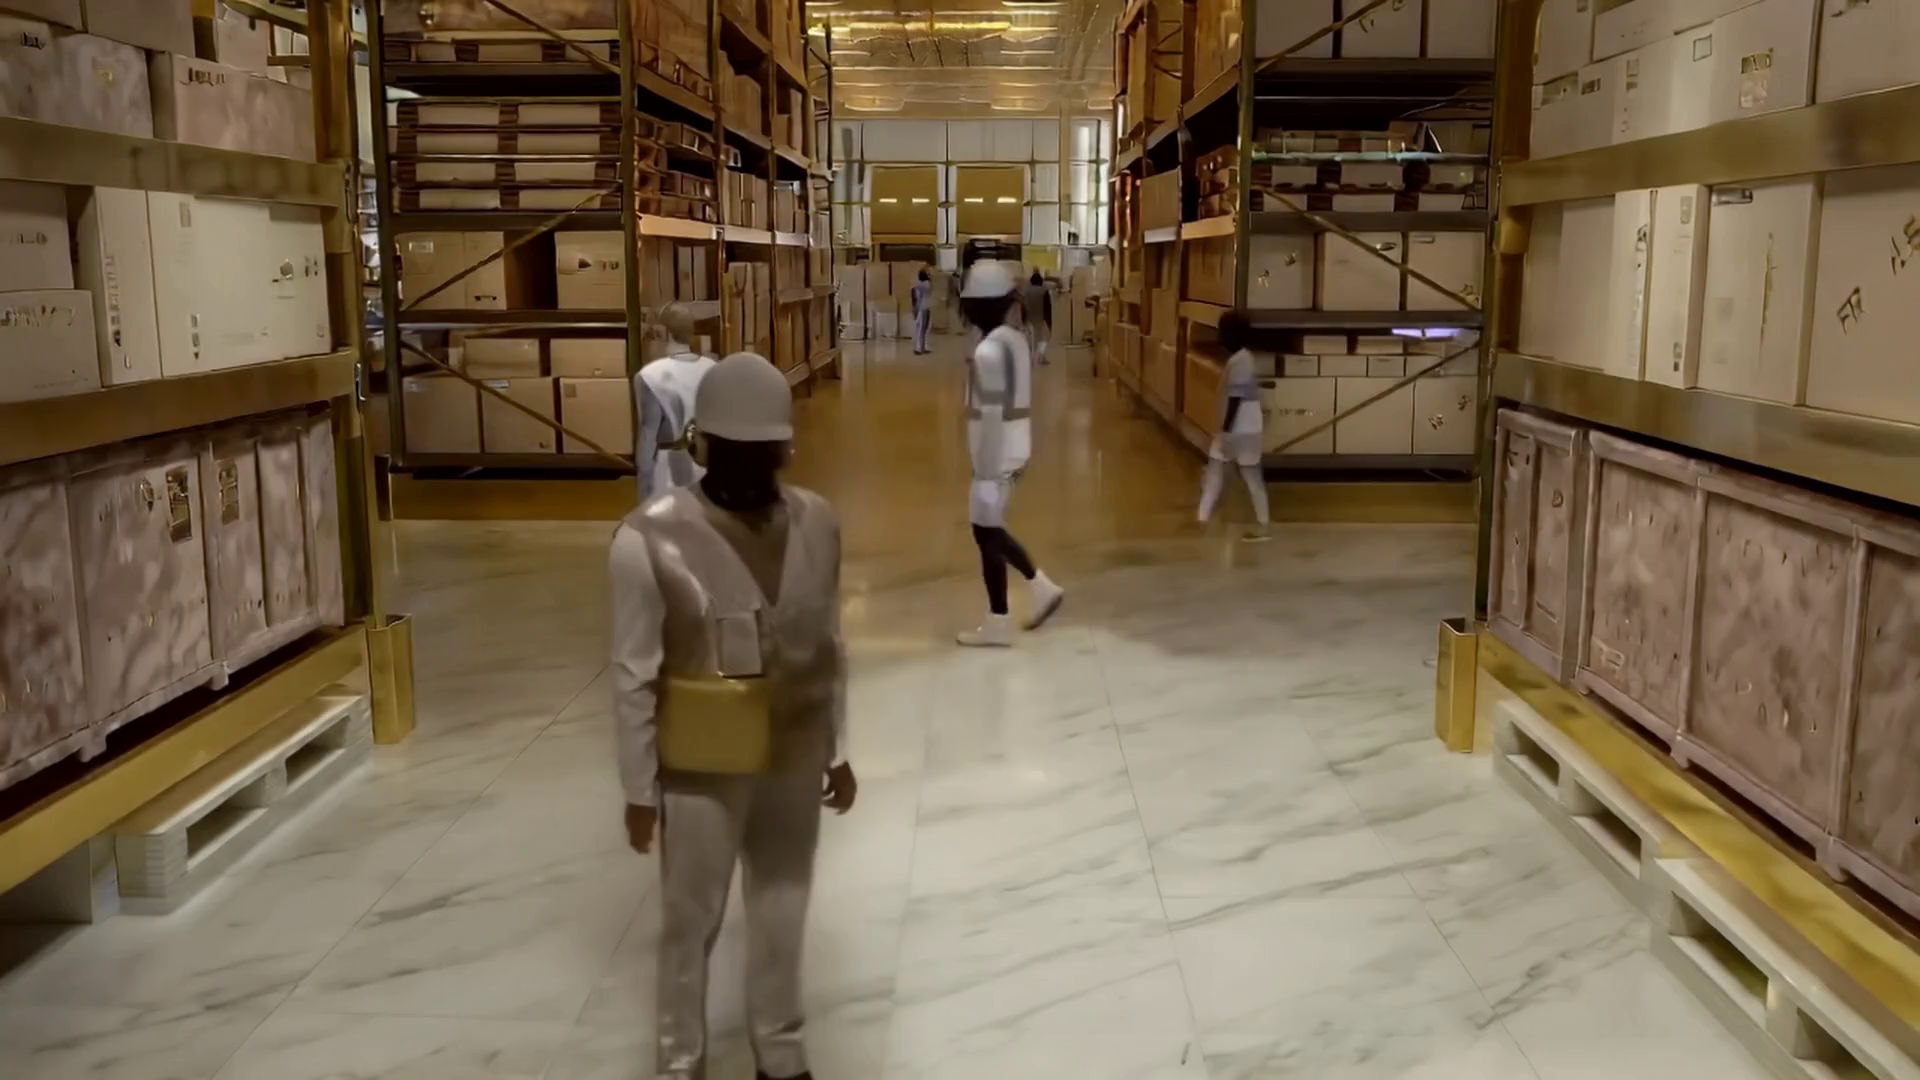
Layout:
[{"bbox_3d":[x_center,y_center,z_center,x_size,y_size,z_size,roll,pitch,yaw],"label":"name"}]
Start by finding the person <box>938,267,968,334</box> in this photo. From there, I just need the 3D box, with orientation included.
[{"bbox_3d":[-0.222,-6.786,47.160,0.933,1.908,0.631,-3,10,-20],"label":"person"}]

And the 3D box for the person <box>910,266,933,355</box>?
[{"bbox_3d":[-0.827,-5.028,36.494,0.377,1.940,0.628,8,12,39],"label":"person"}]

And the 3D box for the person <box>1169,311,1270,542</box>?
[{"bbox_3d":[1.893,-0.812,12.034,0.814,1.656,0.551,0,9,1],"label":"person"}]

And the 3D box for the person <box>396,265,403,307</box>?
[{"bbox_3d":[-18.990,-8.351,56.094,1.043,2.000,0.706,5,10,25],"label":"person"}]

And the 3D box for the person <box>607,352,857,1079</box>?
[{"bbox_3d":[-0.487,0.492,3.755,0.599,1.827,0.403,-7,12,-36],"label":"person"}]

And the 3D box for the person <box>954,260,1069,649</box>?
[{"bbox_3d":[0.221,-0.429,8.649,0.517,2.033,0.620,3,10,17],"label":"person"}]

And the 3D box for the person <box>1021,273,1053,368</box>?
[{"bbox_3d":[1.523,-4.238,32.128,0.653,1.812,0.757,5,11,29],"label":"person"}]

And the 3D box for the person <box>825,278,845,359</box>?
[{"bbox_3d":[-2.645,-4.629,34.842,0.320,1.692,0.532,-8,12,-39],"label":"person"}]

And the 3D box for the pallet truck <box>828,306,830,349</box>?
[{"bbox_3d":[-3.100,-3.940,29.800,1.885,1.965,0.823,3,10,19],"label":"pallet truck"}]

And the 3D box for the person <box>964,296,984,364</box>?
[{"bbox_3d":[0.374,-4.388,32.681,1.009,1.951,0.613,9,13,43],"label":"person"}]

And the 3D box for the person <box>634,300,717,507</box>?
[{"bbox_3d":[-1.353,-0.257,8.236,0.382,1.837,0.566,7,12,35],"label":"person"}]

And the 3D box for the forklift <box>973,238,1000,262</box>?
[{"bbox_3d":[0.885,-8.724,55.817,1.129,2.768,1.873,0,9,0],"label":"forklift"}]
